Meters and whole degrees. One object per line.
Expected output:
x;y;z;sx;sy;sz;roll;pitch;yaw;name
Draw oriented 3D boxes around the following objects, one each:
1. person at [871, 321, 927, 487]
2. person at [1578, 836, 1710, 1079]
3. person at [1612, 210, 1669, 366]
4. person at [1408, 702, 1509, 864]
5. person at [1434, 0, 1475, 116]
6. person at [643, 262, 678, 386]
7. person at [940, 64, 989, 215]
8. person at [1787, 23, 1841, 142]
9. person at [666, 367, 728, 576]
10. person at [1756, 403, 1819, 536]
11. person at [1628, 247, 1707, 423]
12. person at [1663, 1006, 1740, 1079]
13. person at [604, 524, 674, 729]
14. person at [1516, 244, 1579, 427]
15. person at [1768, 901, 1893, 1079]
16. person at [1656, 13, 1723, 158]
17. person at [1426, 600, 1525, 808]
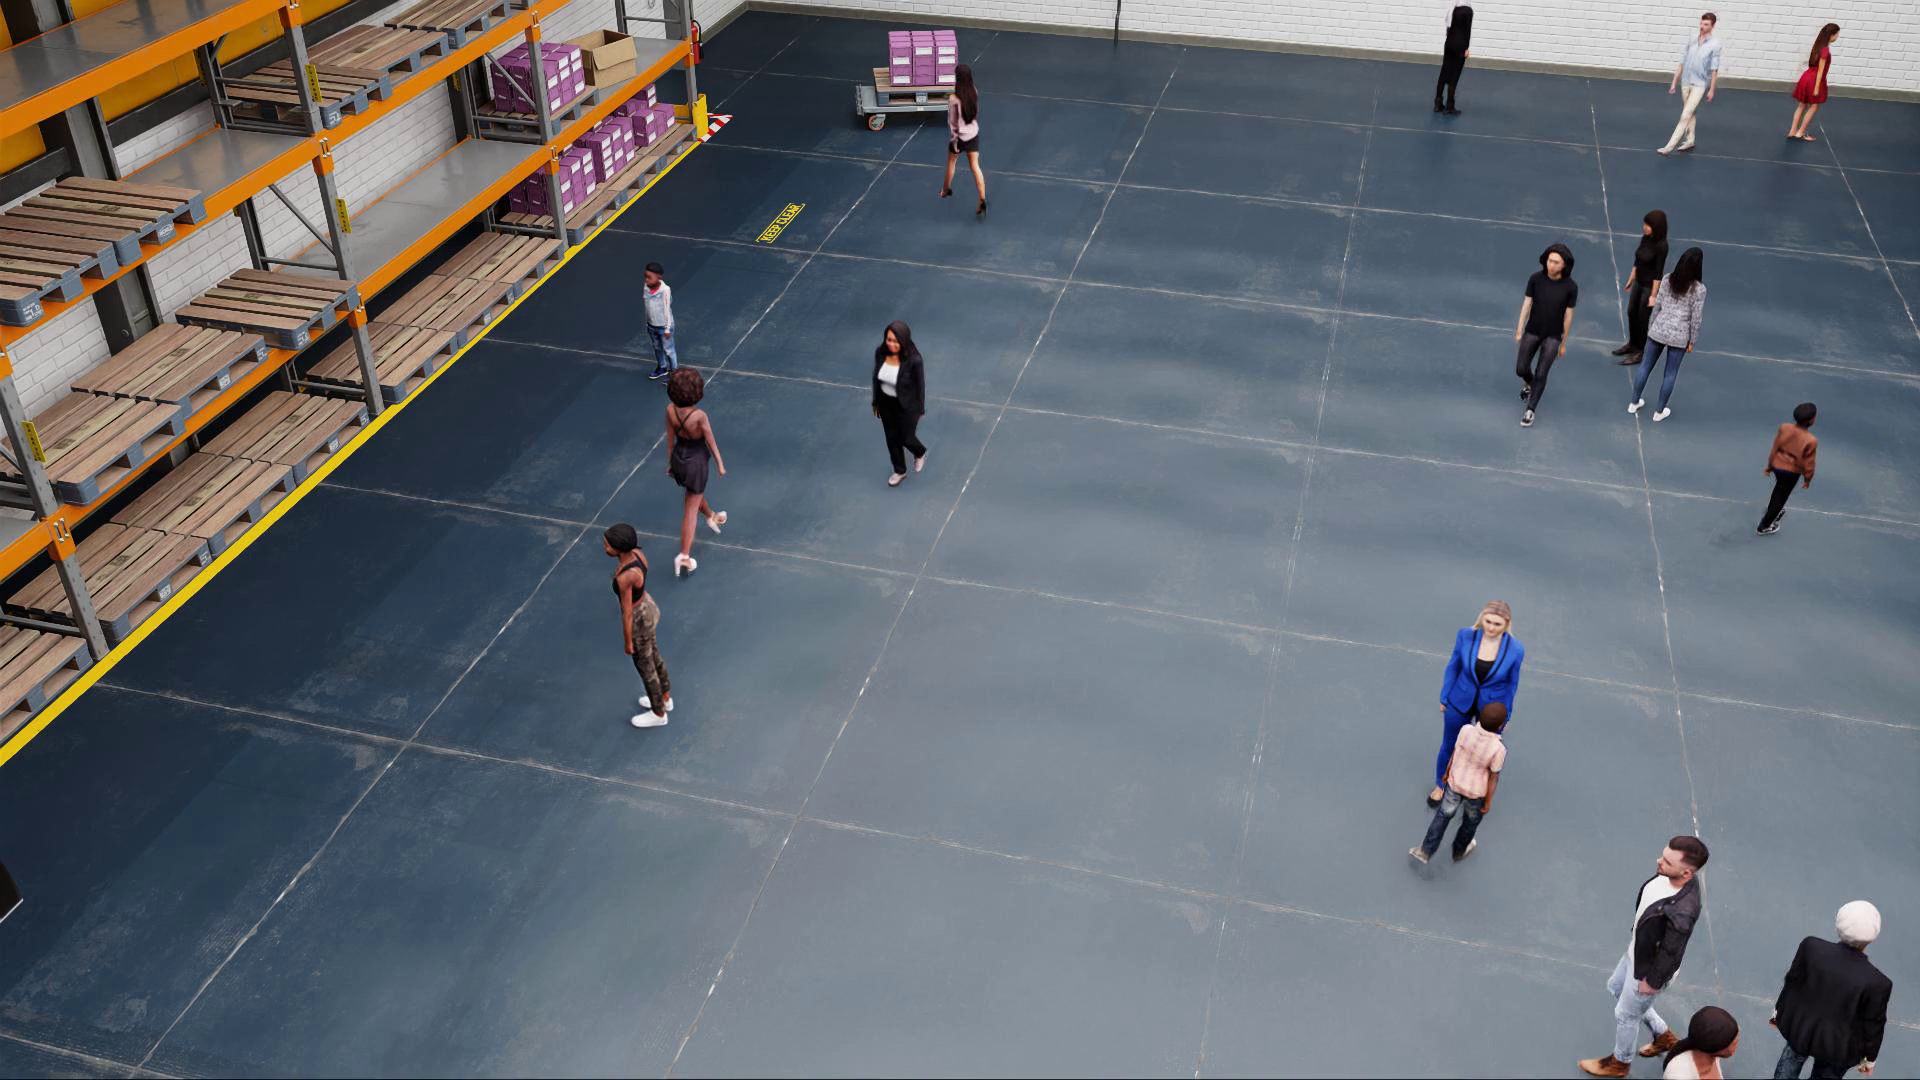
-0.506;-1.243;14.713;0.705;1.603;0.790;14;36;21;person
3.887;2.320;9.157;0.713;1.820;0.686;9;35;13;person
6.884;-2.532;16.628;0.730;1.631;0.630;-8;34;-12;person
3.248;1.598;10.722;0.731;1.291;0.836;24;40;31;person
6.799;-6.745;22.832;0.745;1.779;0.670;-15;36;-21;person
-2.946;-2.157;16.399;0.532;1.258;0.565;21;39;29;person
0.124;-4.720;19.802;1.104;1.761;1.126;-21;39;-28;person
11.256;-6.059;22.011;0.679;1.545;0.598;1;34;2;person
-2.230;-0.511;13.485;0.749;1.744;1.130;17;37;23;person
6.947;-0.586;14.051;0.754;1.243;0.695;-17;37;-23;person
6.682;-1.944;15.651;0.689;1.733;0.687;28;43;35;person
3.449;2.934;8.358;1.191;1.681;1.144;-23;40;-30;person
-2.282;0.598;11.860;0.659;1.695;0.535;2;34;3;person
5.522;-1.975;15.623;0.762;1.815;0.871;20;38;27;person
4.400;2.572;8.496;0.835;1.771;0.886;-23;40;-30;person
9.564;-5.890;21.511;1.180;1.817;1.123;-18;38;-25;person
3.459;1.103;11.097;0.657;1.700;0.594;14;36;20;person
